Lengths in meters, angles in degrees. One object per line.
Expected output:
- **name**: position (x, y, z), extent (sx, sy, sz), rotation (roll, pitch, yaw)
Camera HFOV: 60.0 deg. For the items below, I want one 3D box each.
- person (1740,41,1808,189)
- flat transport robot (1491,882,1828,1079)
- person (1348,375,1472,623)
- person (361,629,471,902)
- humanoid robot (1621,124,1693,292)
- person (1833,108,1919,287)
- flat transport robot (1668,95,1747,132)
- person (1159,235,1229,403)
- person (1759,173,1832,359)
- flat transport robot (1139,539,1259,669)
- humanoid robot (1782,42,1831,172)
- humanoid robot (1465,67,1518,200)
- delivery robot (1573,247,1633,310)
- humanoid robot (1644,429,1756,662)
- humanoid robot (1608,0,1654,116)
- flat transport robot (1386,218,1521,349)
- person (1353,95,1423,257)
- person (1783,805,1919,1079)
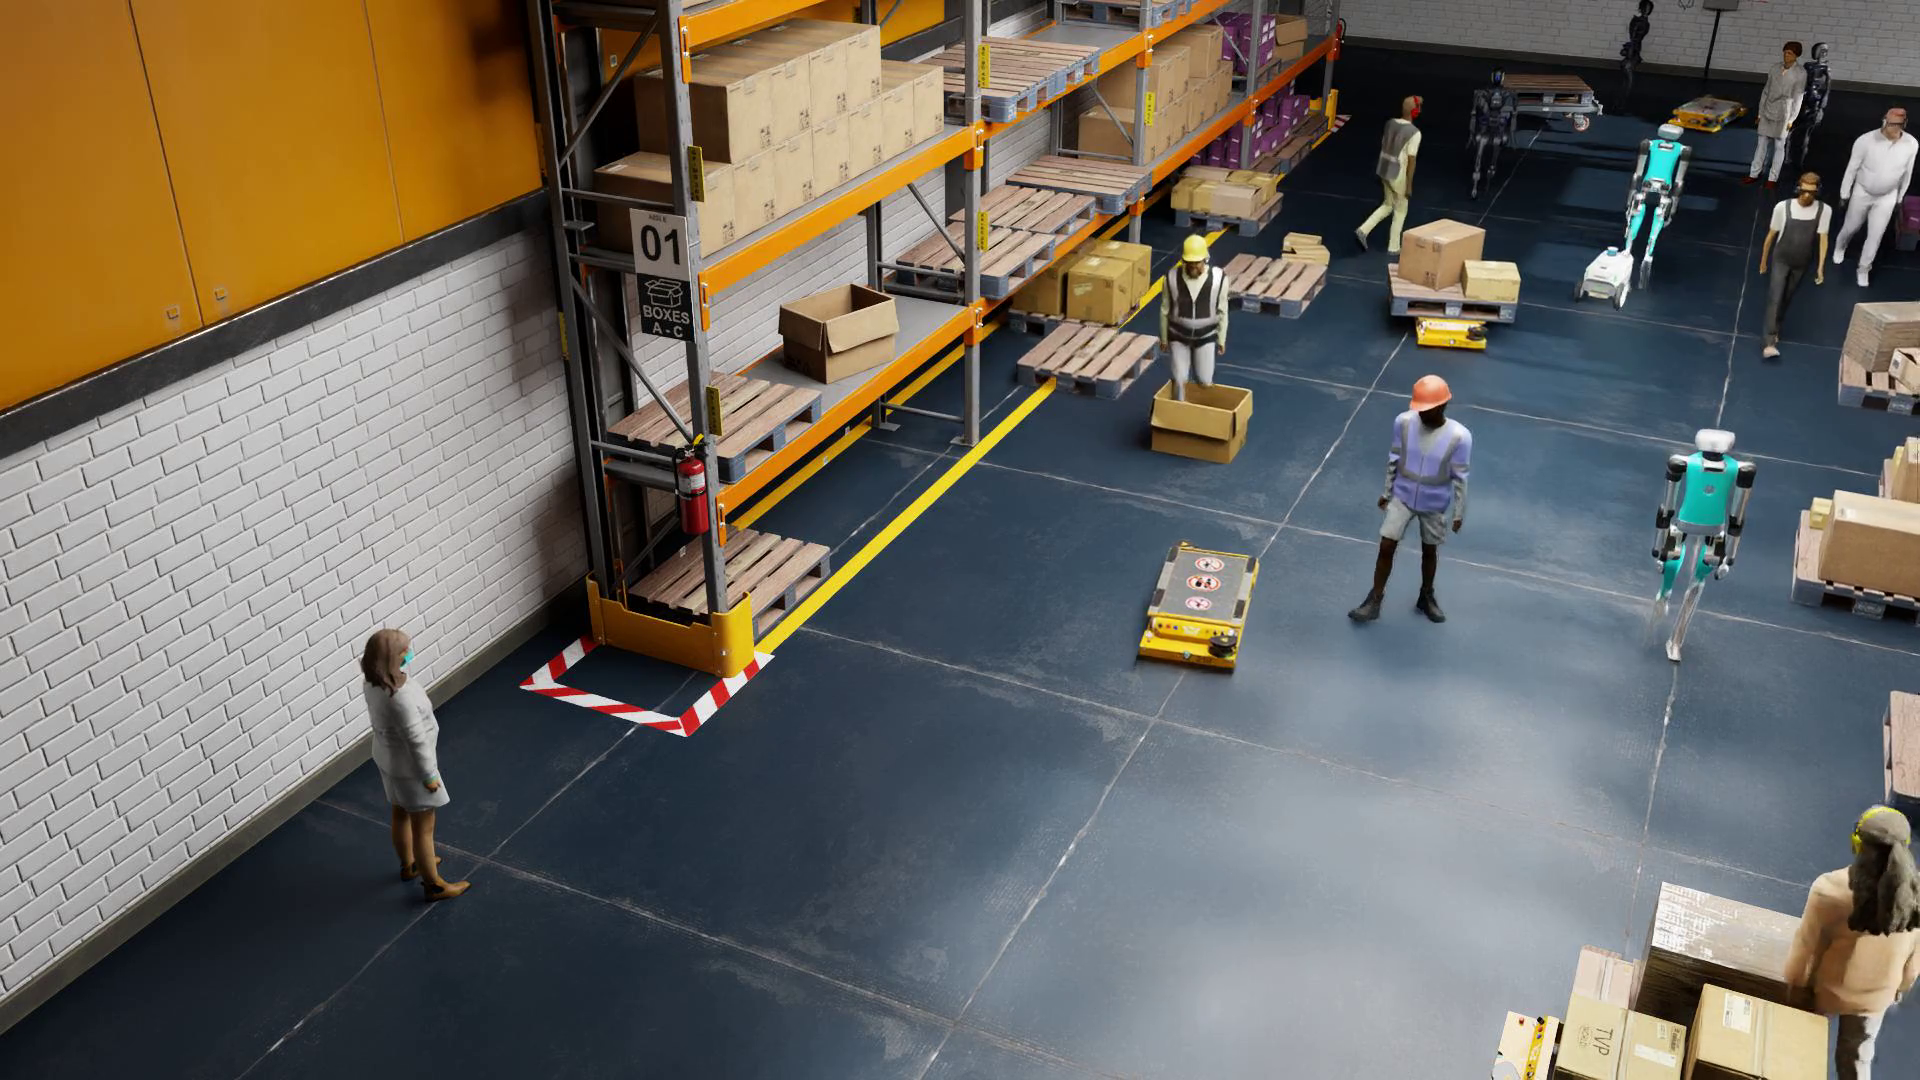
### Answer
- **person**: position (10.347, -5.382, 21.064), extent (0.366, 1.832, 0.503), rotation (-23, 36, -35)
- **flat transport robot**: position (3.262, 2.645, 7.824), extent (1.431, 0.231, 0.659), rotation (13, 31, 22)
- **person**: position (3.153, -0.257, 11.491), extent (0.647, 1.908, 0.615), rotation (15, 32, 26)
- **person**: position (-2.975, 1.209, 9.017), extent (0.338, 1.659, 0.481), rotation (-24, 36, -37)
- **humanoid robot**: position (7.288, -3.433, 17.587), extent (0.535, 1.818, 0.675), rotation (14, 31, 24)
- **person**: position (9.885, -3.765, 18.014), extent (0.656, 1.884, 0.814), rotation (8, 29, 15)
- **flat transport robot**: position (10.906, -6.210, 24.242), extent (0.659, 0.231, 1.431), rotation (22, 35, 35)
- **person**: position (2.009, -1.784, 14.402), extent (0.595, 1.811, 0.499), rotation (3, 29, 6)
- **person**: position (8.042, -2.663, 16.067), extent (0.519, 1.789, 0.965), rotation (6, 29, 11)
- **flat transport robot**: position (1.735, 0.440, 11.912), extent (0.659, 0.231, 1.431), rotation (8, 29, 14)
- **humanoid robot**: position (11.047, -5.636, 21.692), extent (0.370, 1.655, 0.614), rotation (-7, 29, -13)
- **humanoid robot**: position (6.593, -5.011, 20.571), extent (0.609, 1.628, 0.735), rotation (6, 29, 11)
- **delivery robot**: position (6.860, -2.803, 17.616), extent (0.499, 0.587, 0.789), rotation (17, 33, 29)
- **humanoid robot**: position (4.889, 0.067, 11.170), extent (0.554, 1.898, 0.691), rotation (8, 29, 15)
- **humanoid robot**: position (9.832, -7.077, 24.372), extent (0.390, 1.648, 0.612), rotation (18, 33, 30)
- **flat transport robot**: position (4.983, -2.309, 17.009), extent (0.659, 0.231, 1.431), rotation (5, 29, 9)
- **person**: position (4.819, -4.044, 18.589), extent (0.605, 1.820, 0.580), rotation (-11, 30, -20)
- **person**: position (3.948, 1.999, 7.372), extent (0.578, 1.851, 0.828), rotation (6, 29, 11)
